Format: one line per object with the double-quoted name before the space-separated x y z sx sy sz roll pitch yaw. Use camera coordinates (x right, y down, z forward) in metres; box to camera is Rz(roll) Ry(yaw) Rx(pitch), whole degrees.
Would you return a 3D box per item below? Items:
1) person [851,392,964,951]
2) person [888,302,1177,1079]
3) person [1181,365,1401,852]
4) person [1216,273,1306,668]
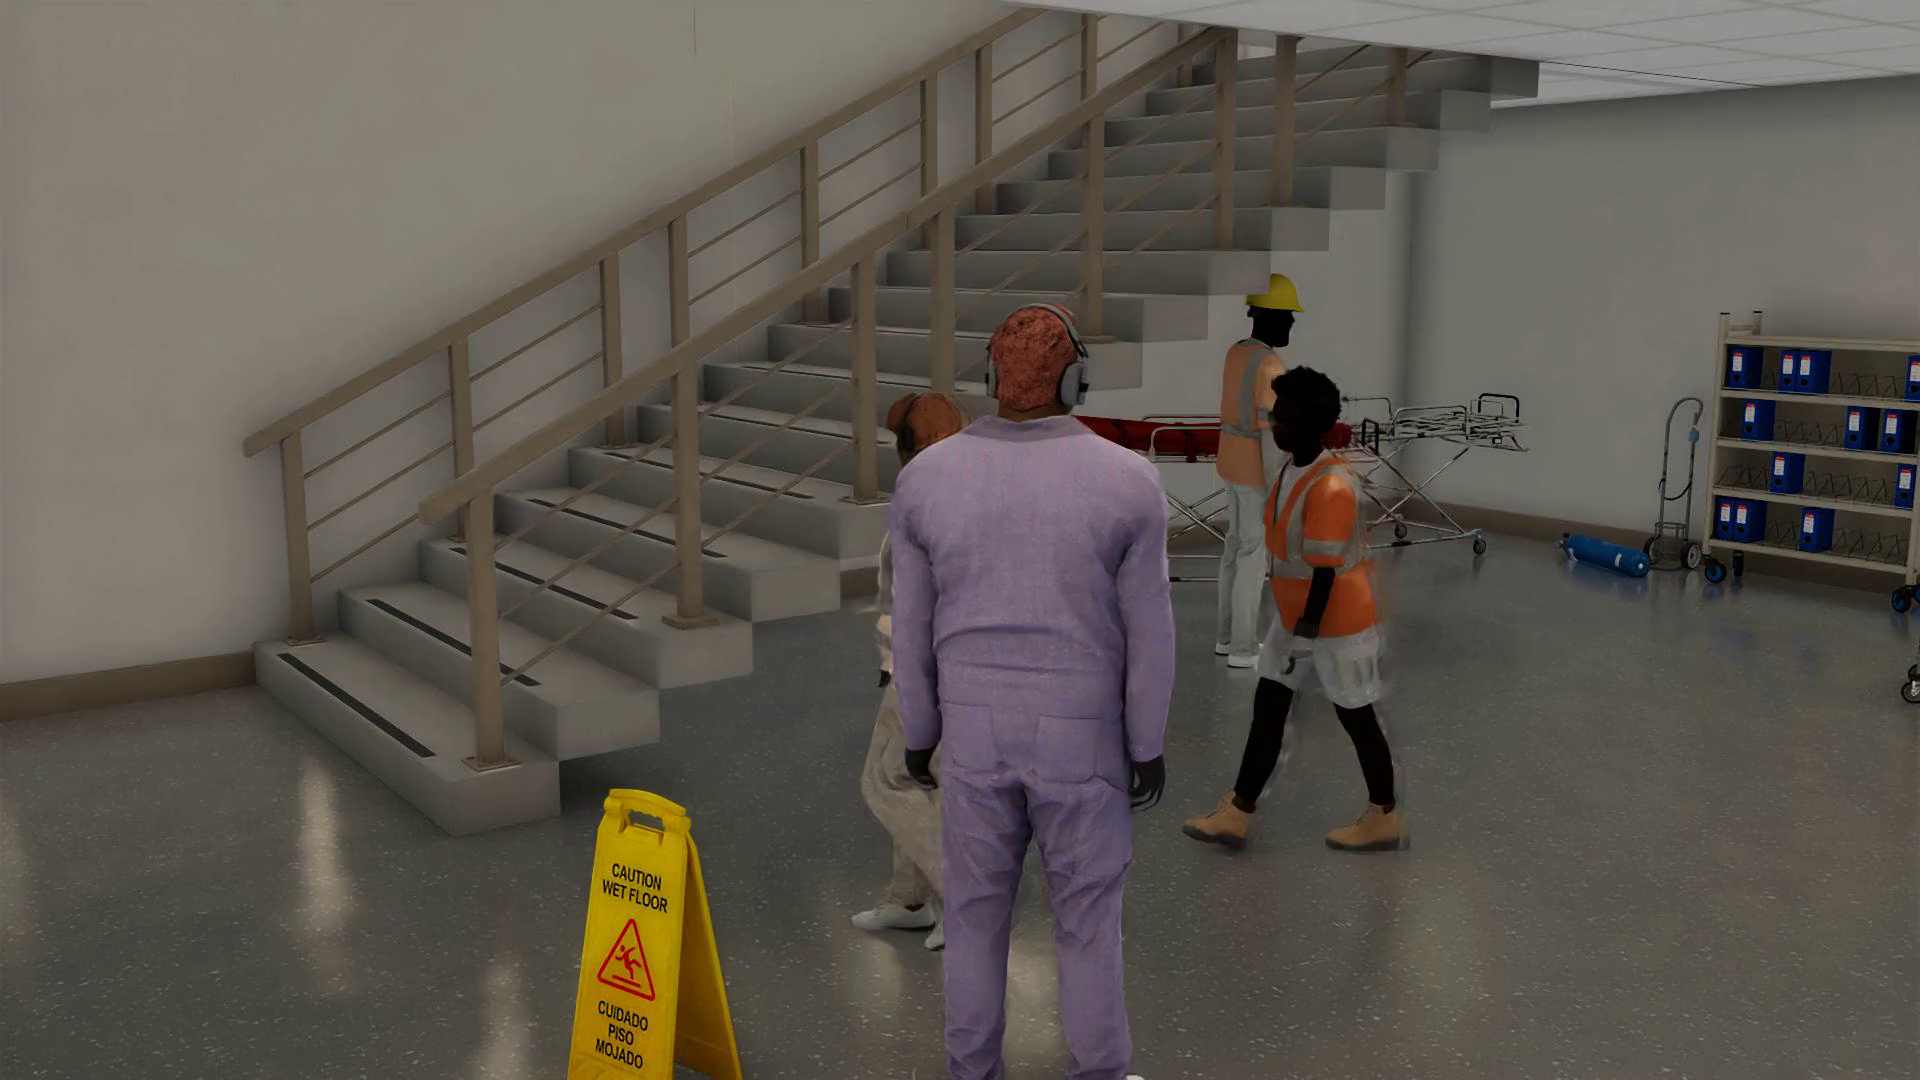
"person" -0.124 0.384 4.823 0.381 1.628 0.537 2 10 10
"person" 0.173 0.423 3.791 0.643 1.910 0.400 3 10 18
"person" 1.131 0.252 5.468 0.808 1.650 0.544 -2 10 -11
"person" 1.458 -0.328 8.104 0.394 1.919 0.582 -2 10 -11
